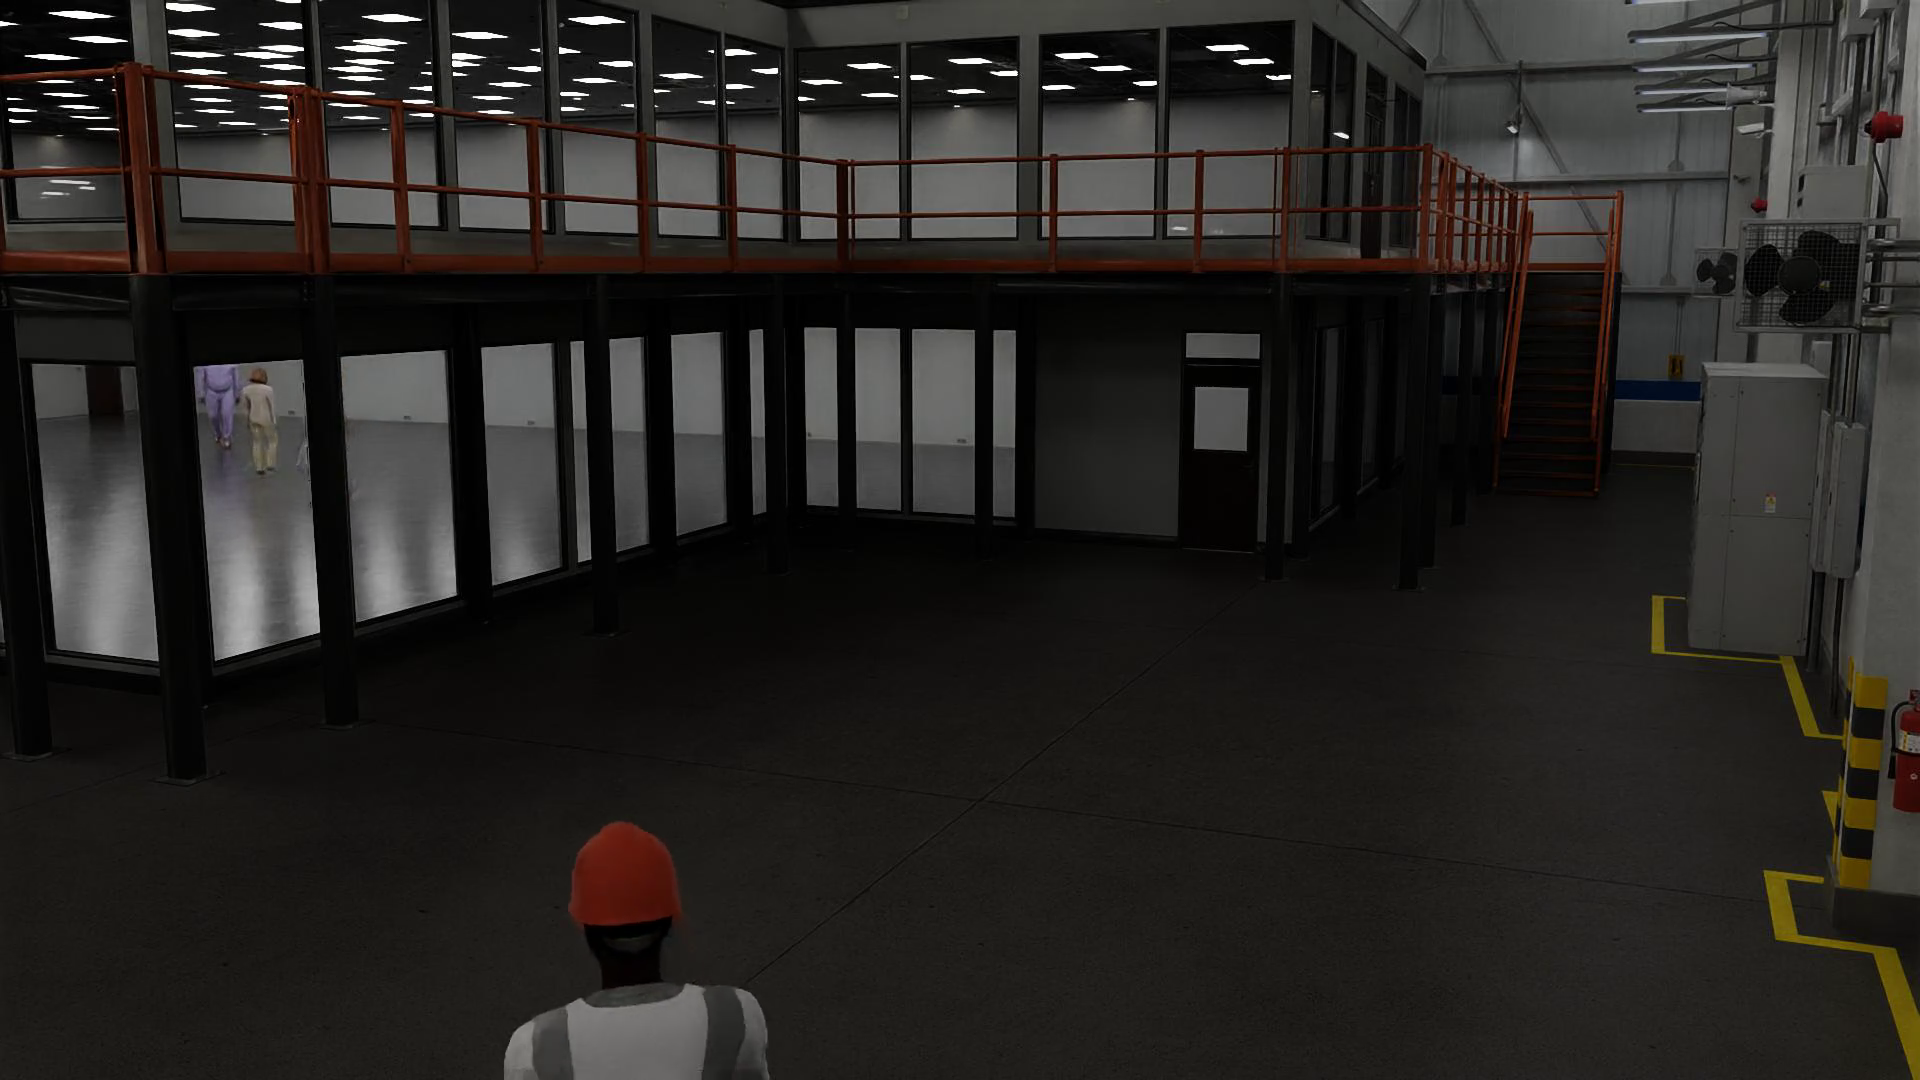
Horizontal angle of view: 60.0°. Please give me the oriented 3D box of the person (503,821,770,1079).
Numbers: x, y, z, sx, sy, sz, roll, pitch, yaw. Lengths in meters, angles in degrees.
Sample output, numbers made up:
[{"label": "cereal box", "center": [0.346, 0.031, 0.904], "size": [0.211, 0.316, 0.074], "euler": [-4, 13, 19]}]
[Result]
[{"label": "person", "center": [-0.683, 1.532, 3.631], "size": [0.561, 1.892, 0.930], "euler": [-2, 9, -11]}]
